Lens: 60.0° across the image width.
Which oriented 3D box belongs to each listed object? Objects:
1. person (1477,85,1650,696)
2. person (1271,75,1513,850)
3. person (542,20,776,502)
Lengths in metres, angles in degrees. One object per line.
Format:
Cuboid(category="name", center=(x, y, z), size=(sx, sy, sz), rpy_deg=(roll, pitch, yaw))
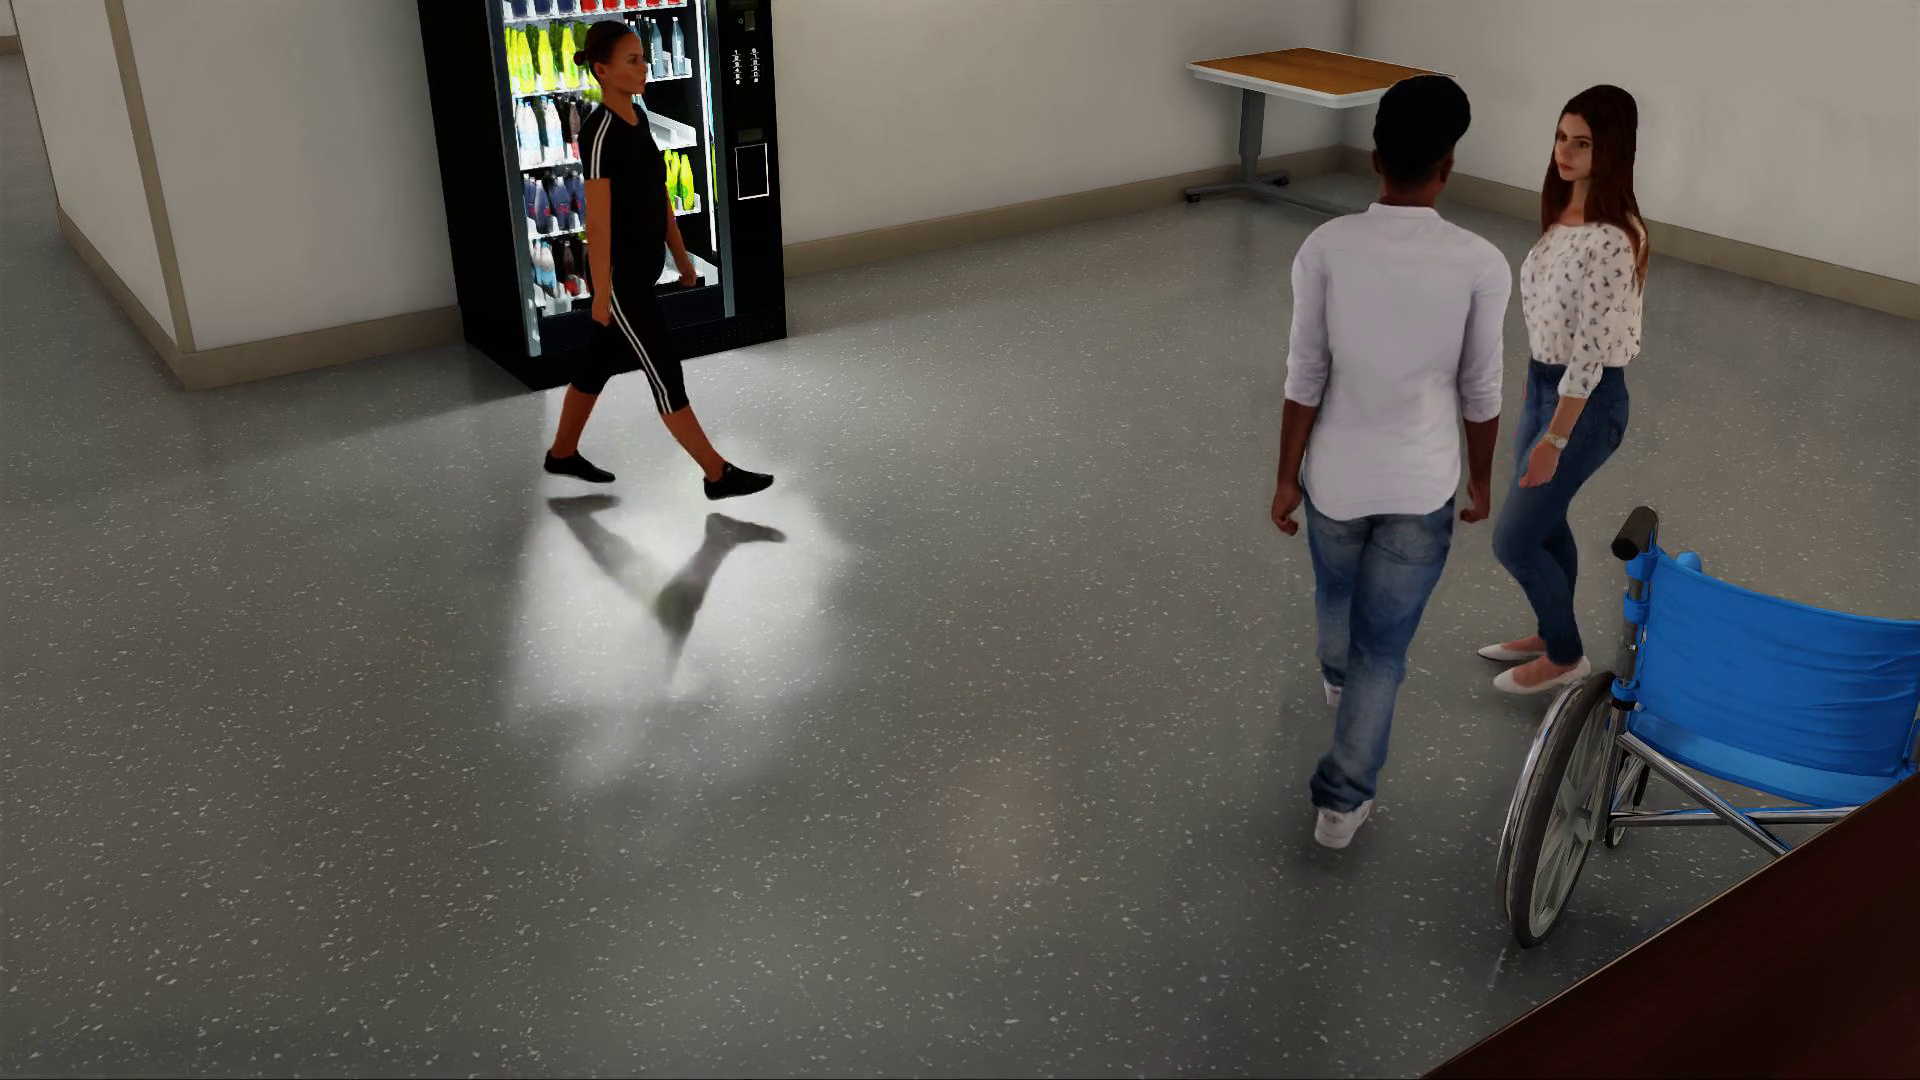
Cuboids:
Cuboid(category="person", center=(1.647, -0.305, 4.358), size=(0.782, 1.699, 0.742), rpy_deg=(3, 26, 7))
Cuboid(category="person", center=(0.970, -0.115, 3.892), size=(1.015, 1.762, 1.261), rpy_deg=(12, 28, 23))
Cuboid(category="person", center=(-1.208, -0.894, 5.663), size=(1.145, 1.627, 1.064), rpy_deg=(3, 26, 7))
